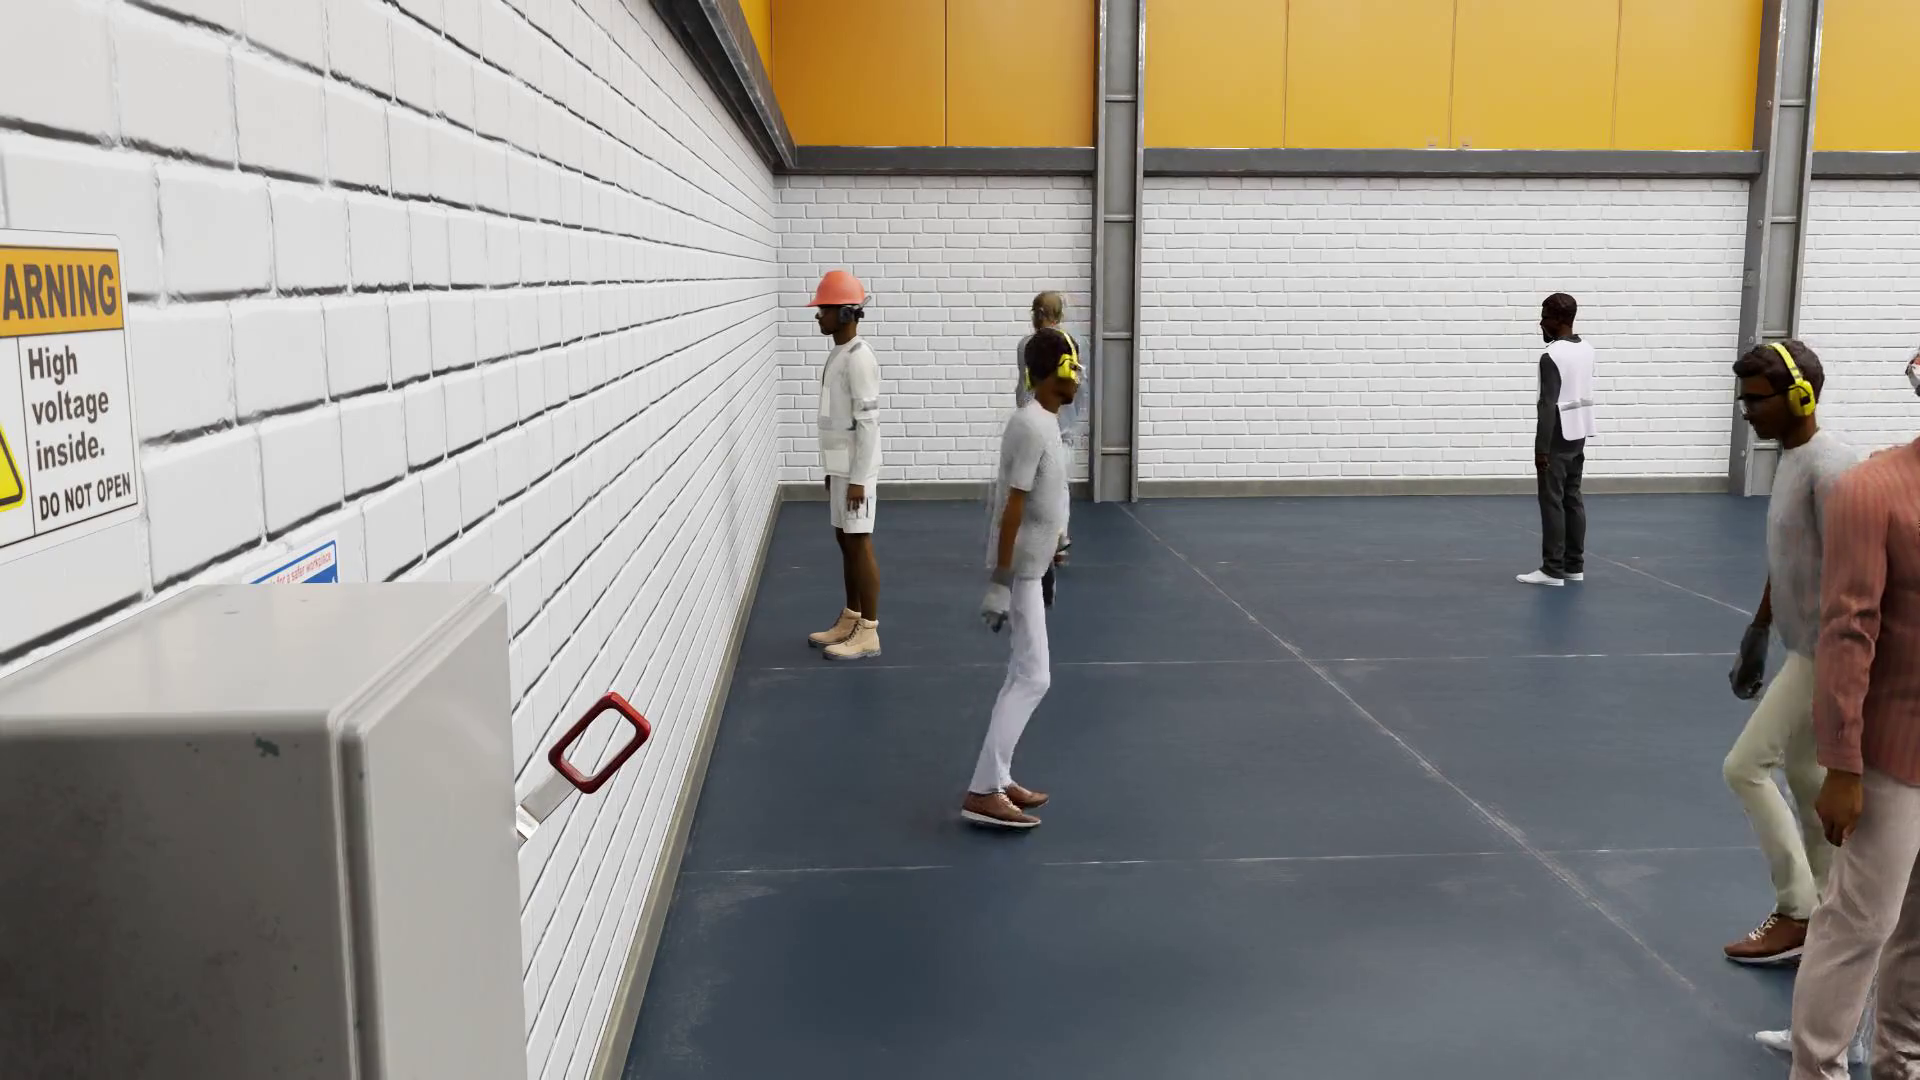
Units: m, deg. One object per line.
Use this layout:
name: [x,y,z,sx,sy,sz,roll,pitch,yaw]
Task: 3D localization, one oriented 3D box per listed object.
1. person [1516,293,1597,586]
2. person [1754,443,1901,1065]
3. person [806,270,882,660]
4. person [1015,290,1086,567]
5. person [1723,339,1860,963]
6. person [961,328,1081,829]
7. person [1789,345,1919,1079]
person: [3.934,-0.651,10.868,0.591,1.910,0.389,-9,13,-44]
person: [2.311,0.584,4.059,0.460,1.655,0.533,4,10,24]
person: [-0.611,-0.390,8.794,0.386,2.045,0.605,-3,9,-16]
person: [0.593,-0.758,11.495,0.650,1.920,0.431,-9,13,-44]
person: [2.443,0.337,4.868,0.530,1.836,0.545,3,10,19]
person: [0.250,0.130,6.201,0.457,1.830,0.569,0,9,1]
person: [2.127,0.459,3.630,0.621,1.989,0.398,-4,10,-21]
